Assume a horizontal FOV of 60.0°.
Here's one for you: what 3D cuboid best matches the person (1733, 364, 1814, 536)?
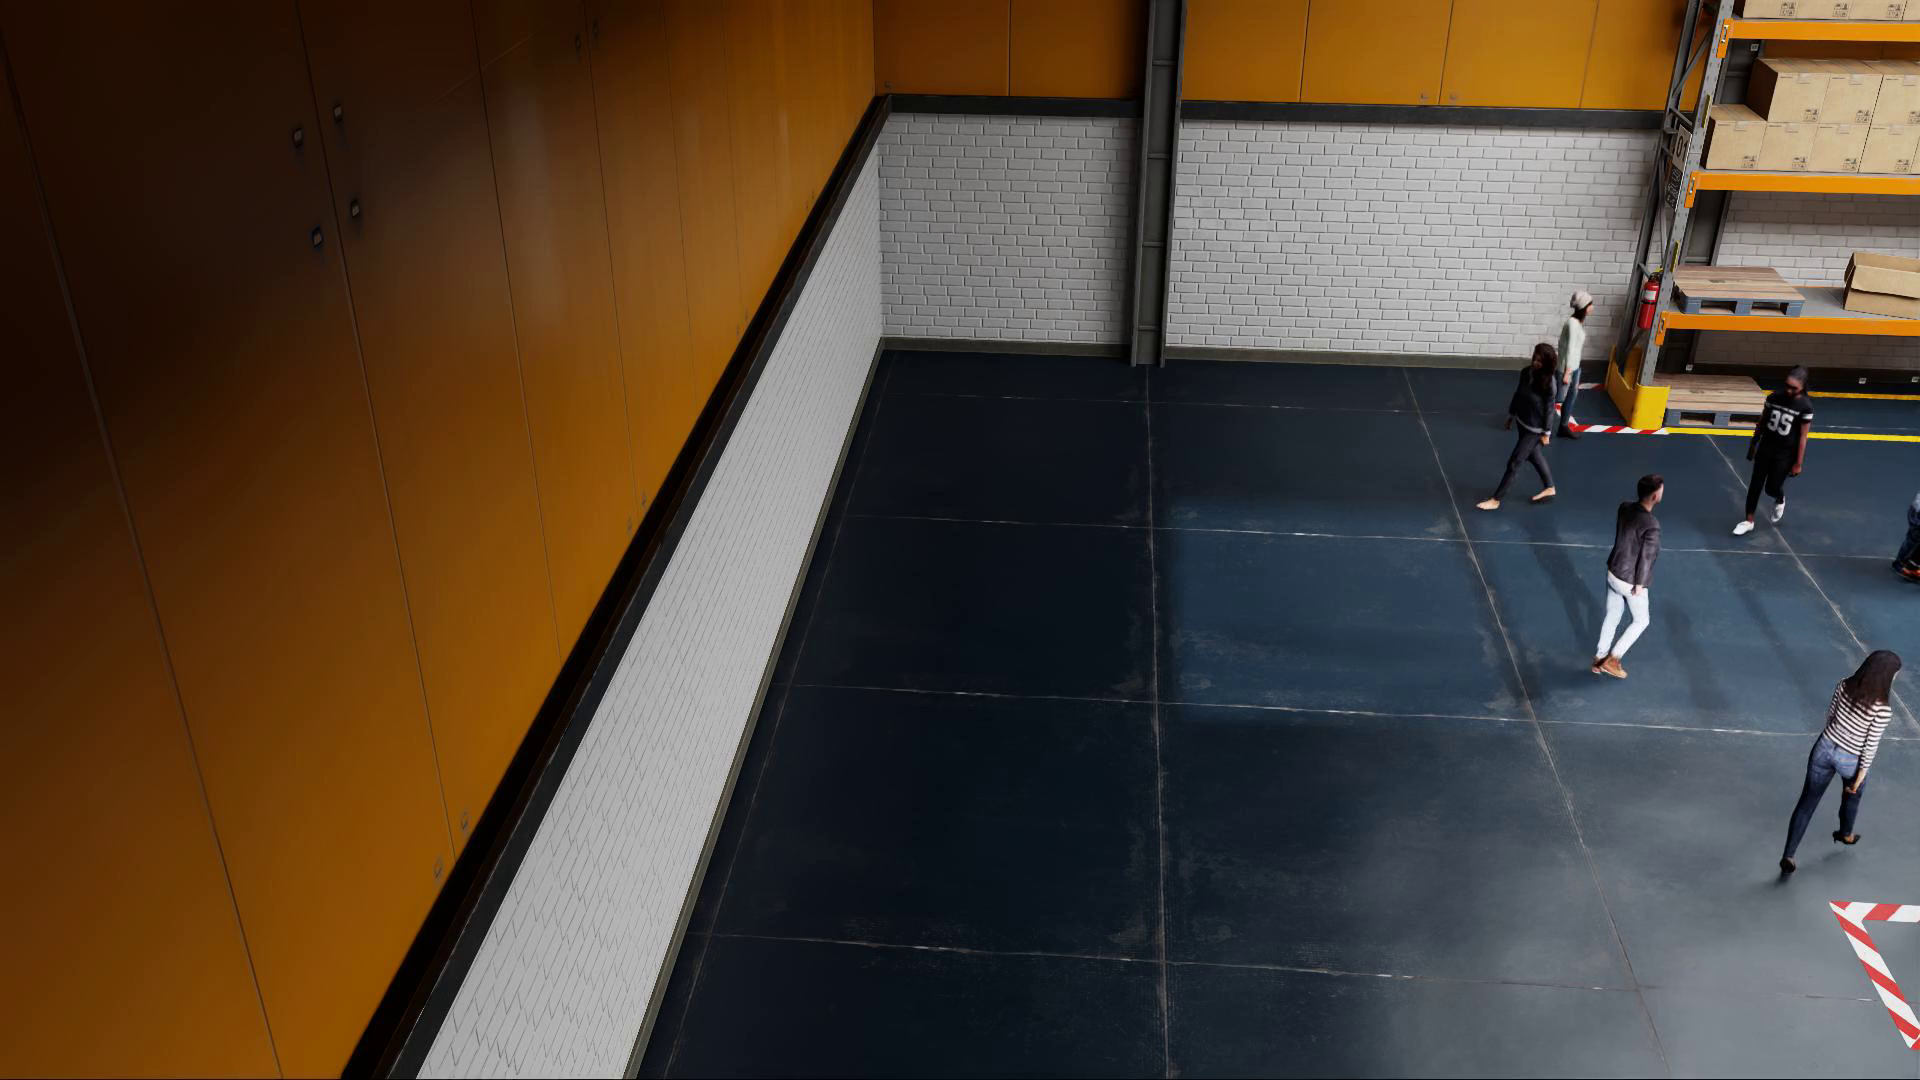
[{"bbox_3d":[7.688,-0.828,15.545,0.975,1.738,0.912,-17,33,-28],"label":"person"}]

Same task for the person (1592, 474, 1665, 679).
[{"bbox_3d":[5.299,0.315,13.362,0.740,1.822,0.747,-10,30,-17],"label":"person"}]

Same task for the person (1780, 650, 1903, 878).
[{"bbox_3d":[5.841,1.547,11.176,1.125,1.751,0.998,-18,34,-30],"label":"person"}]

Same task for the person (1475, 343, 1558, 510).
[{"bbox_3d":[5.579,-1.096,16.049,1.196,1.725,0.904,-8,30,-15],"label":"person"}]

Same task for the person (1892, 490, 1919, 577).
[{"bbox_3d":[8.730,-0.275,15.035,0.585,1.255,0.640,-24,37,-37],"label":"person"}]
